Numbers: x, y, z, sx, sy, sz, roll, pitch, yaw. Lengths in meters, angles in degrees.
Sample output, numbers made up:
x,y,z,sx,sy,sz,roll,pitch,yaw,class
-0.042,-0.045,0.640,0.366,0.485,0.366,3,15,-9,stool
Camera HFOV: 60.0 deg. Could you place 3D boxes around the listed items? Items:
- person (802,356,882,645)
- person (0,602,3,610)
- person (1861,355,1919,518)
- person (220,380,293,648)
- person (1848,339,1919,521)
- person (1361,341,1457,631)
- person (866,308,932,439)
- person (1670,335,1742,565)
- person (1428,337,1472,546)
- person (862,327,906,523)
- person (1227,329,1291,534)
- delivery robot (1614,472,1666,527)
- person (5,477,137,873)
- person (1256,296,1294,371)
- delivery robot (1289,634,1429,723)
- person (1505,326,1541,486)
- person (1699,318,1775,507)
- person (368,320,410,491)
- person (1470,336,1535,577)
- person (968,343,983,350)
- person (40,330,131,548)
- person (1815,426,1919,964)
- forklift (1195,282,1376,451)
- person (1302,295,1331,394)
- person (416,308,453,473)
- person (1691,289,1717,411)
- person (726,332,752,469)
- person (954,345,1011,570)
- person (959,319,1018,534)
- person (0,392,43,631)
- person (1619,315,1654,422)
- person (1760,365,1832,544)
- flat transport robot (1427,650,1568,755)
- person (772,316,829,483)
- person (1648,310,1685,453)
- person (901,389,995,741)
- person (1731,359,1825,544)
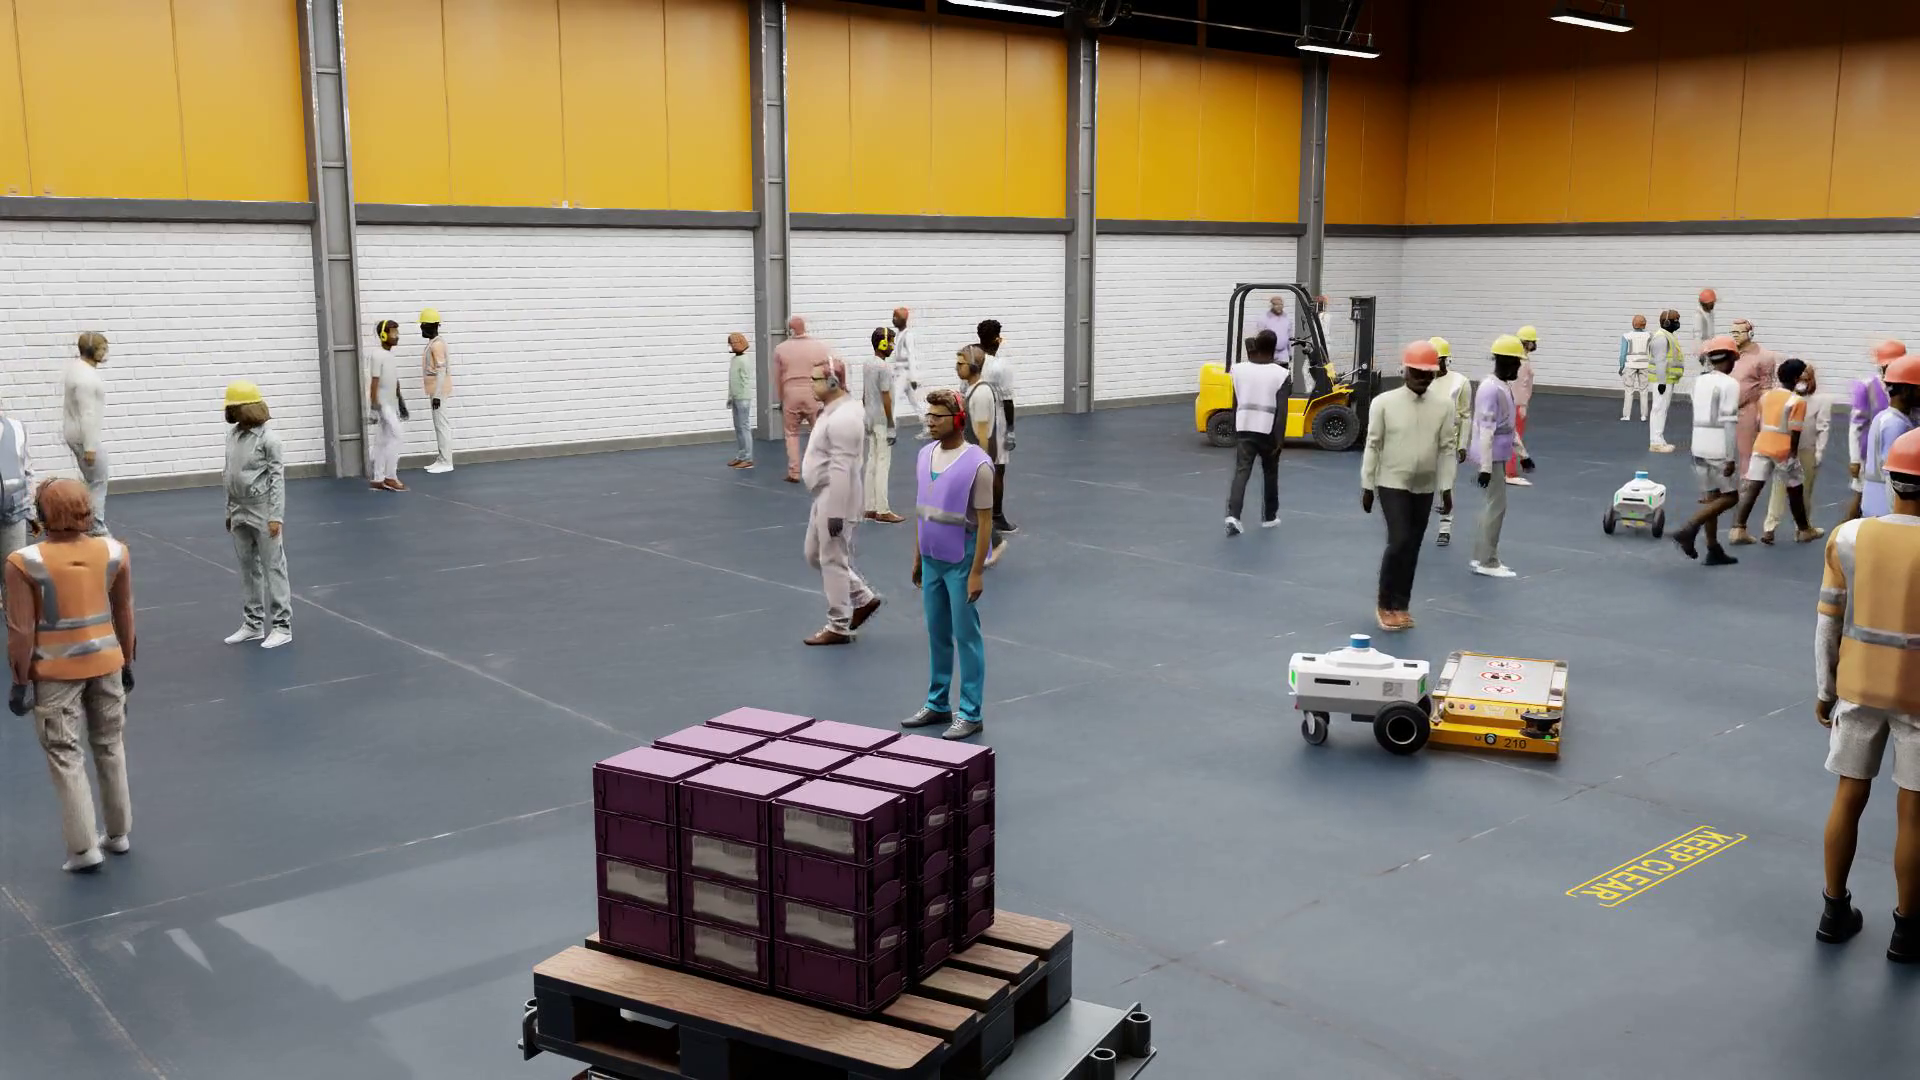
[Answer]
x,y,z,sx,sy,sz,roll,pitch,yaw,class
-0.813,-0.251,10.811,0.454,1.894,0.651,-1,10,-8,person
-7.208,-0.394,11.553,1.039,1.944,0.642,1,10,6,person
5.730,-0.165,10.204,0.355,1.938,0.544,4,10,21,person
-4.599,-0.168,10.796,0.495,1.740,0.307,4,11,24,person
7.564,-0.714,13.629,0.577,1.866,1.035,1,10,8,person
3.050,-0.354,11.218,0.605,1.968,0.609,-2,10,-12,person
-0.780,-2.269,22.866,1.005,1.833,0.593,-2,10,-10,person
6.115,-0.723,13.618,0.602,1.892,0.584,-2,10,-9,person
4.156,-0.863,14.602,0.602,1.830,0.404,5,11,29,person
-0.749,-1.096,15.874,0.328,1.865,0.520,-5,11,-29,person
2.733,-1.000,15.297,0.588,1.877,0.986,5,11,27,person
6.234,-0.382,15.246,0.477,0.478,0.707,6,11,31,delivery robot
-3.645,0.568,6.879,0.383,1.650,0.530,7,12,35,person
5.244,-3.087,27.502,0.678,1.861,0.967,-2,10,-9,person
2.080,0.737,8.693,0.707,0.478,0.477,3,10,16,delivery robot
6.247,-1.492,18.485,0.331,1.765,0.533,2,10,14,person
7.877,-1.292,16.896,0.409,1.908,0.647,-8,12,-38,person
-6.126,-1.443,17.940,0.587,1.849,0.530,-1,10,-5,person
4.338,-0.665,13.277,0.504,1.895,0.621,5,11,25,person
0.145,-1.069,16.204,0.318,1.697,0.533,1,10,7,person
-7.538,-0.836,14.201,0.618,1.912,0.641,-5,11,-29,person
3.399,0.550,6.023,0.365,1.935,0.553,-8,13,-39,person
4.328,-2.346,22.227,2.313,2.155,1.214,3,10,16,forklift
6.111,-3.264,28.577,0.621,1.860,0.577,-4,11,-23,person
-6.147,-1.747,19.501,0.367,1.927,0.584,-4,10,-21,person
12.120,-3.074,27.104,0.691,2.002,0.440,-8,12,-38,person
-2.649,-1.672,19.941,0.282,1.629,0.507,-5,11,-26,person
0.110,-0.638,13.293,0.421,1.827,0.533,-1,10,-9,person
0.269,-1.033,15.201,0.610,1.966,0.364,8,13,40,person
-6.117,-0.164,10.508,0.403,1.834,0.588,8,12,37,person
10.370,-2.627,25.489,0.517,1.639,0.313,2,10,10,person
7.318,-0.736,14.565,0.498,1.594,0.807,7,12,37,person
2.958,0.858,9.088,0.652,0.197,1.431,4,10,21,flat transport robot
-1.668,-1.561,18.635,0.868,1.868,0.397,0,10,1,person
9.162,-2.062,21.596,0.429,1.843,0.632,5,11,29,person
-0.038,0.122,8.794,0.390,1.847,0.566,-8,13,-40,person
7.210,-0.770,14.609,0.910,1.636,0.534,-3,10,-19,person
